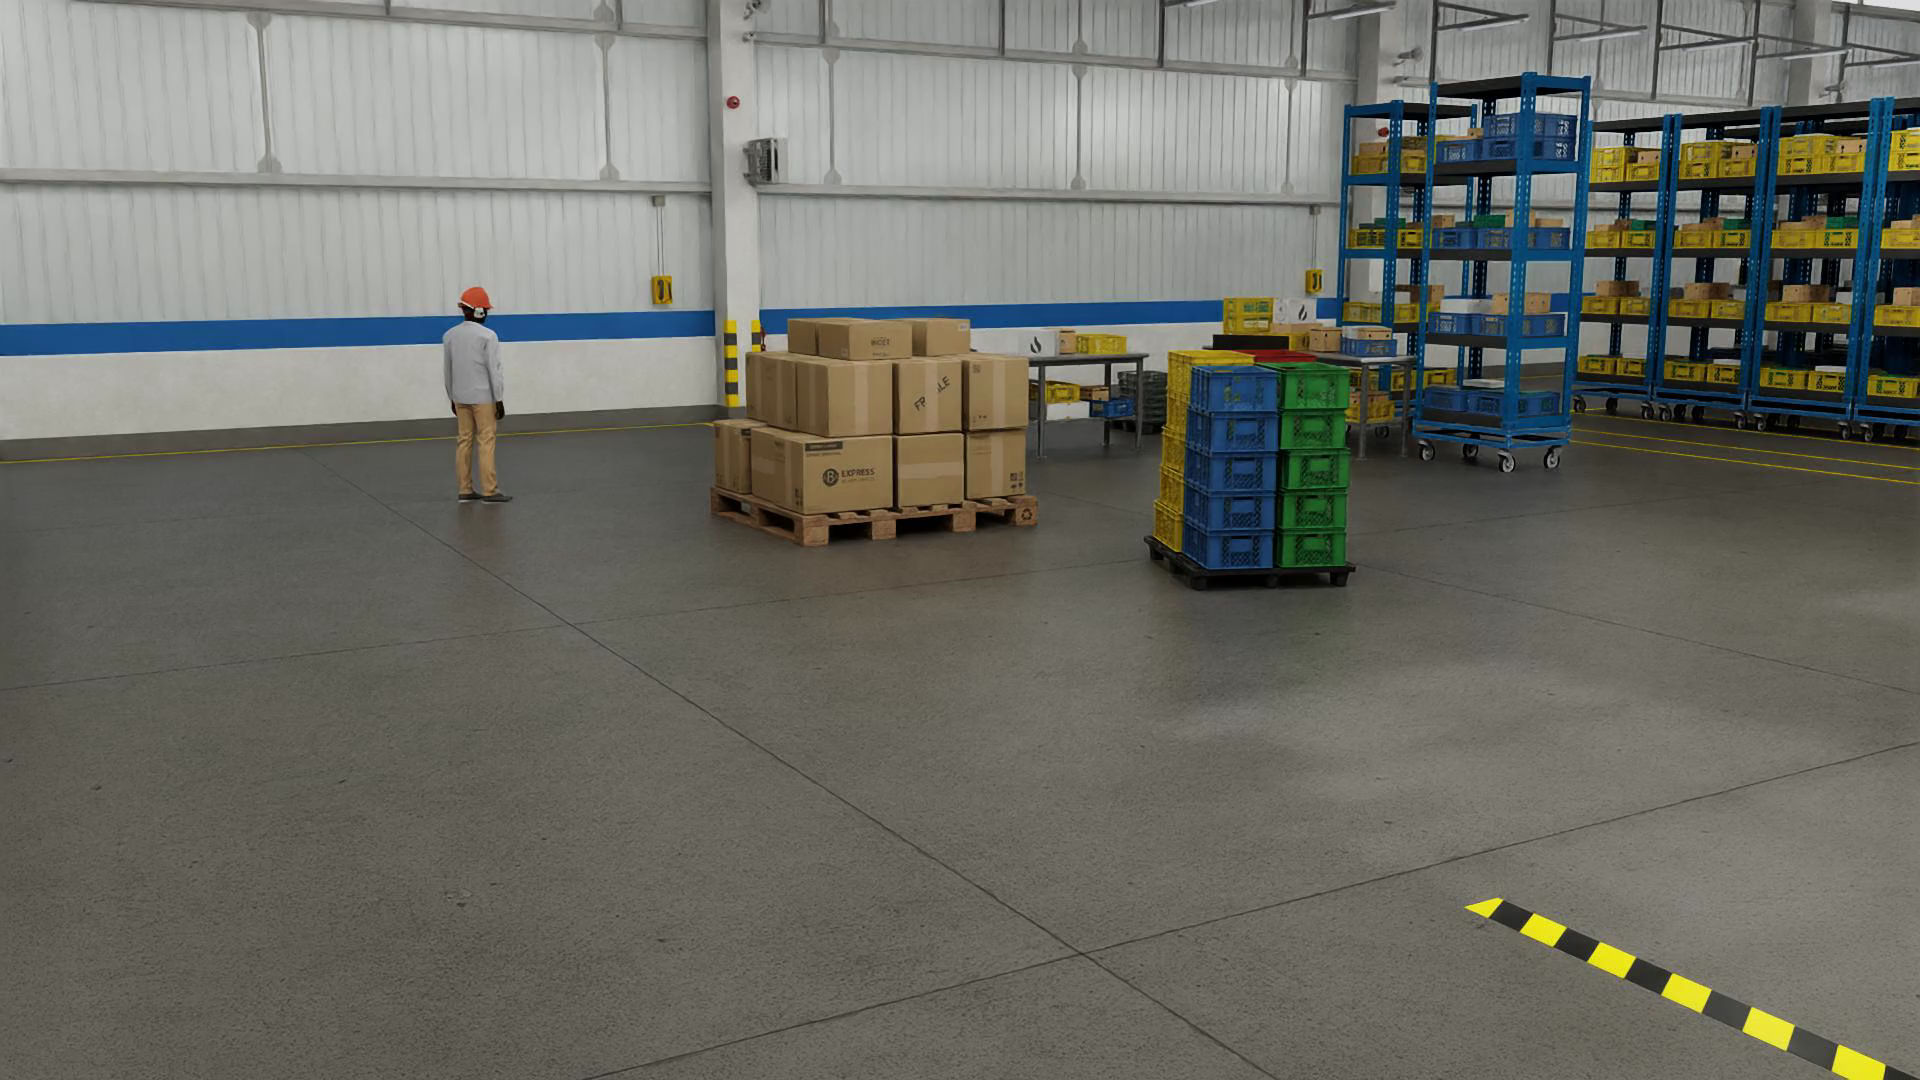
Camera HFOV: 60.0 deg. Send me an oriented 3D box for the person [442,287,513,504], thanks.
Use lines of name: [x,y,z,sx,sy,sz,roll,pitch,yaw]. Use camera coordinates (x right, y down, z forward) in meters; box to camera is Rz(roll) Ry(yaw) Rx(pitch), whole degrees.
person: [-3.906,-1.170,13.489,0.573,1.749,0.343,5,11,27]
